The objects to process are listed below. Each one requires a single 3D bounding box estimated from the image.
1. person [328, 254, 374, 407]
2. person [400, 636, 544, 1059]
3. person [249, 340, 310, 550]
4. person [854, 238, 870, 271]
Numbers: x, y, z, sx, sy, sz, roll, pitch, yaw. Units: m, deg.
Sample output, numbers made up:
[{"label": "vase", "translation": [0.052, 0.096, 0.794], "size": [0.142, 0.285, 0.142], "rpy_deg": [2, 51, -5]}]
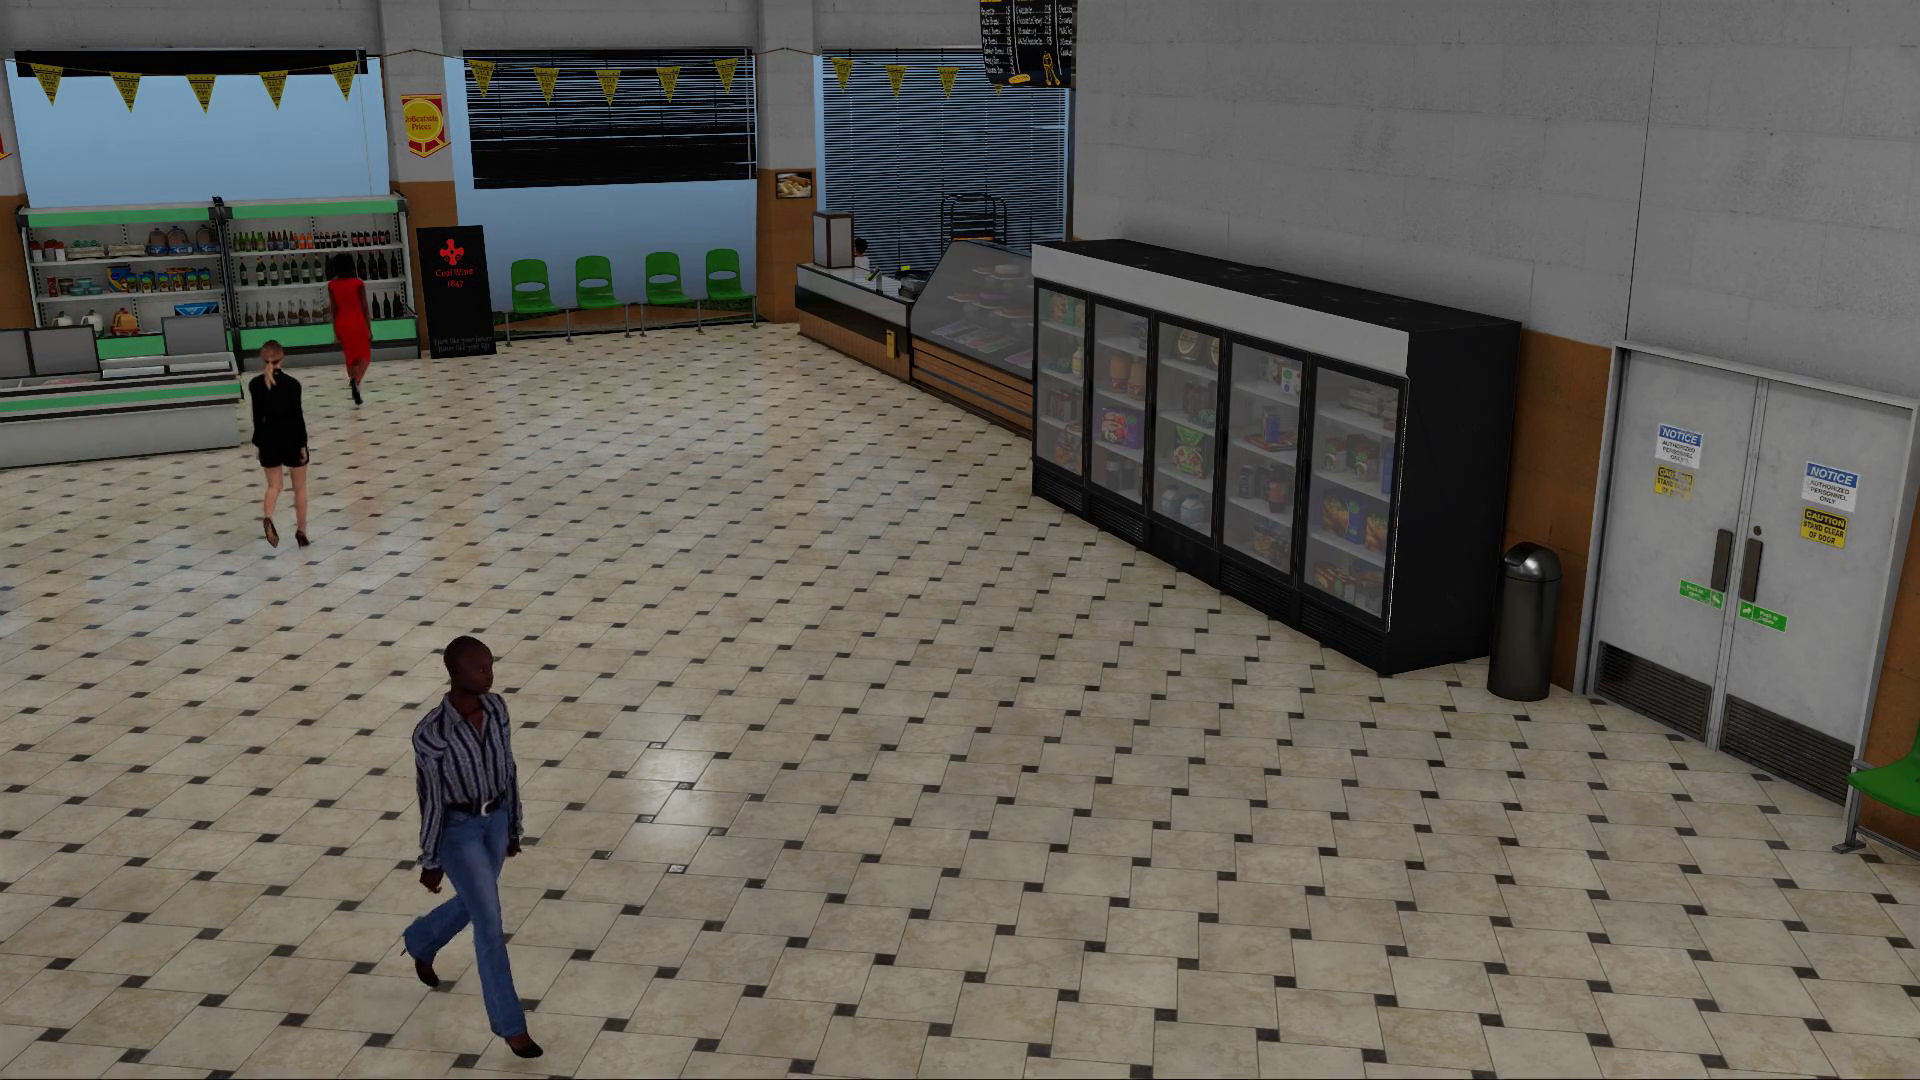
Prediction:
[{"label": "person", "translation": [-6.863, -2.334, 18.735], "size": [0.824, 1.726, 0.804], "rpy_deg": [-1, 17, -4]}, {"label": "person", "translation": [-2.097, 1.243, 6.906], "size": [1.130, 1.754, 1.159], "rpy_deg": [9, 19, 28]}, {"label": "person", "translation": [-5.443, -0.691, 13.303], "size": [1.016, 1.739, 0.852], "rpy_deg": [-2, 17, -6]}, {"label": "person", "translation": [-1.446, -3.772, 24.276], "size": [0.615, 1.259, 0.512], "rpy_deg": [15, 23, 41]}]
